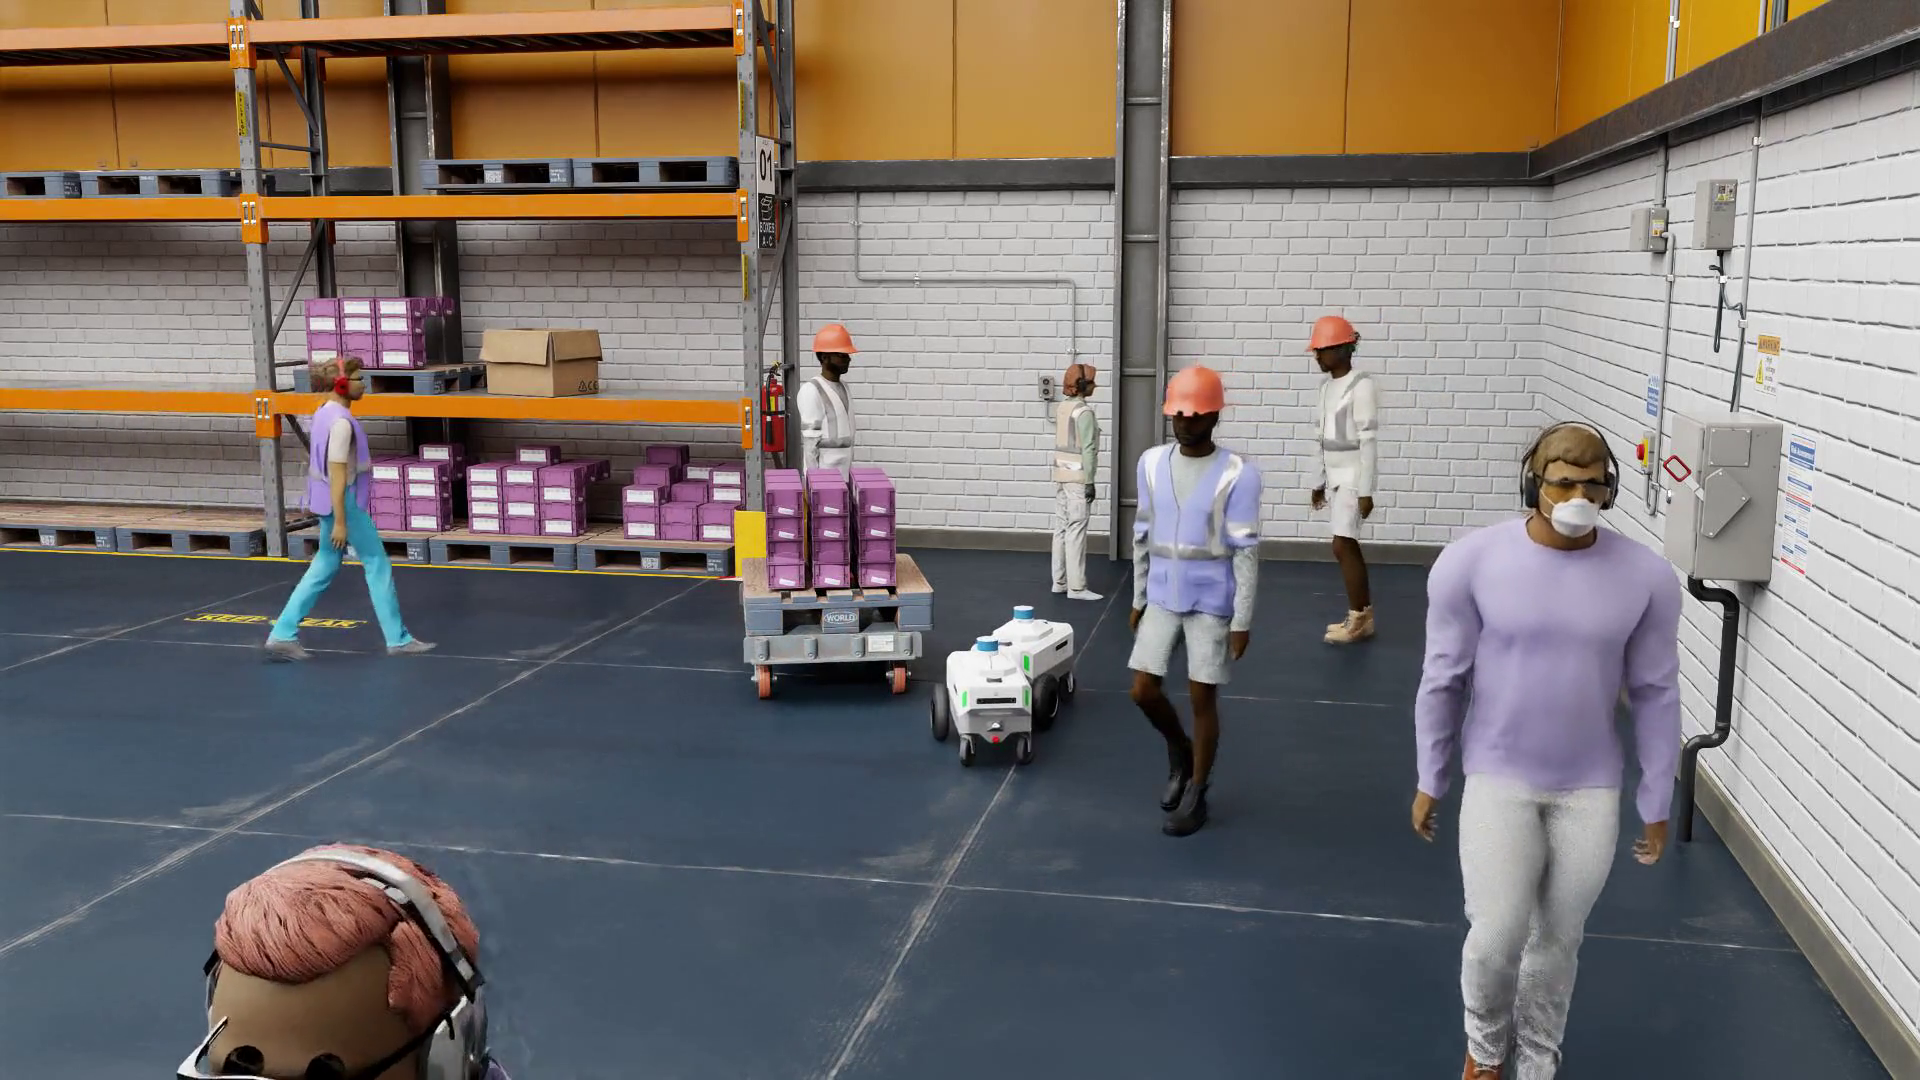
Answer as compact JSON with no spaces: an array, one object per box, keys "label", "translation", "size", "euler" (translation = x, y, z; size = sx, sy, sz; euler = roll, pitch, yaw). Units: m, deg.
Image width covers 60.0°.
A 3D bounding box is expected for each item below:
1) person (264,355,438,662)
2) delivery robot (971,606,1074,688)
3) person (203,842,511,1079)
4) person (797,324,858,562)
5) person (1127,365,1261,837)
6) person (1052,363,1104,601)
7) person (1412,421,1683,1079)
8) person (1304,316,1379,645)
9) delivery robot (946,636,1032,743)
[{"label":"person","translation":[-3.631,-0.177,9.701],"size":[0.945,1.804,0.580],"euler":[-5,11,-28]},{"label":"delivery robot","translation":[0.328,0.583,8.579],"size":[0.477,0.478,0.707],"euler":[4,10,23]},{"label":"person","translation":[-0.521,1.157,1.507],"size":[0.648,1.855,0.986],"euler":[3,10,18]},{"label":"person","translation":[-0.816,-0.415,10.713],"size":[0.362,1.939,0.543],"euler":[4,10,22]},{"label":"person","translation":[0.927,0.252,6.734],"size":[0.582,1.921,0.404],"euler":[6,11,34]},{"label":"person","translation":[0.805,-0.402,11.535],"size":[0.314,1.640,0.516],"euler":[-3,10,-18]},{"label":"person","translation":[1.524,0.652,4.321],"size":[0.658,1.924,0.443],"euler":[1,9,5]},{"label":"person","translation":[2.341,-0.357,10.212],"size":[0.488,2.019,0.669],"euler":[-1,10,-8]},{"label":"delivery robot","translation":[0.131,0.700,7.872],"size":[0.477,0.478,0.707],"euler":[-1,9,-6]}]
